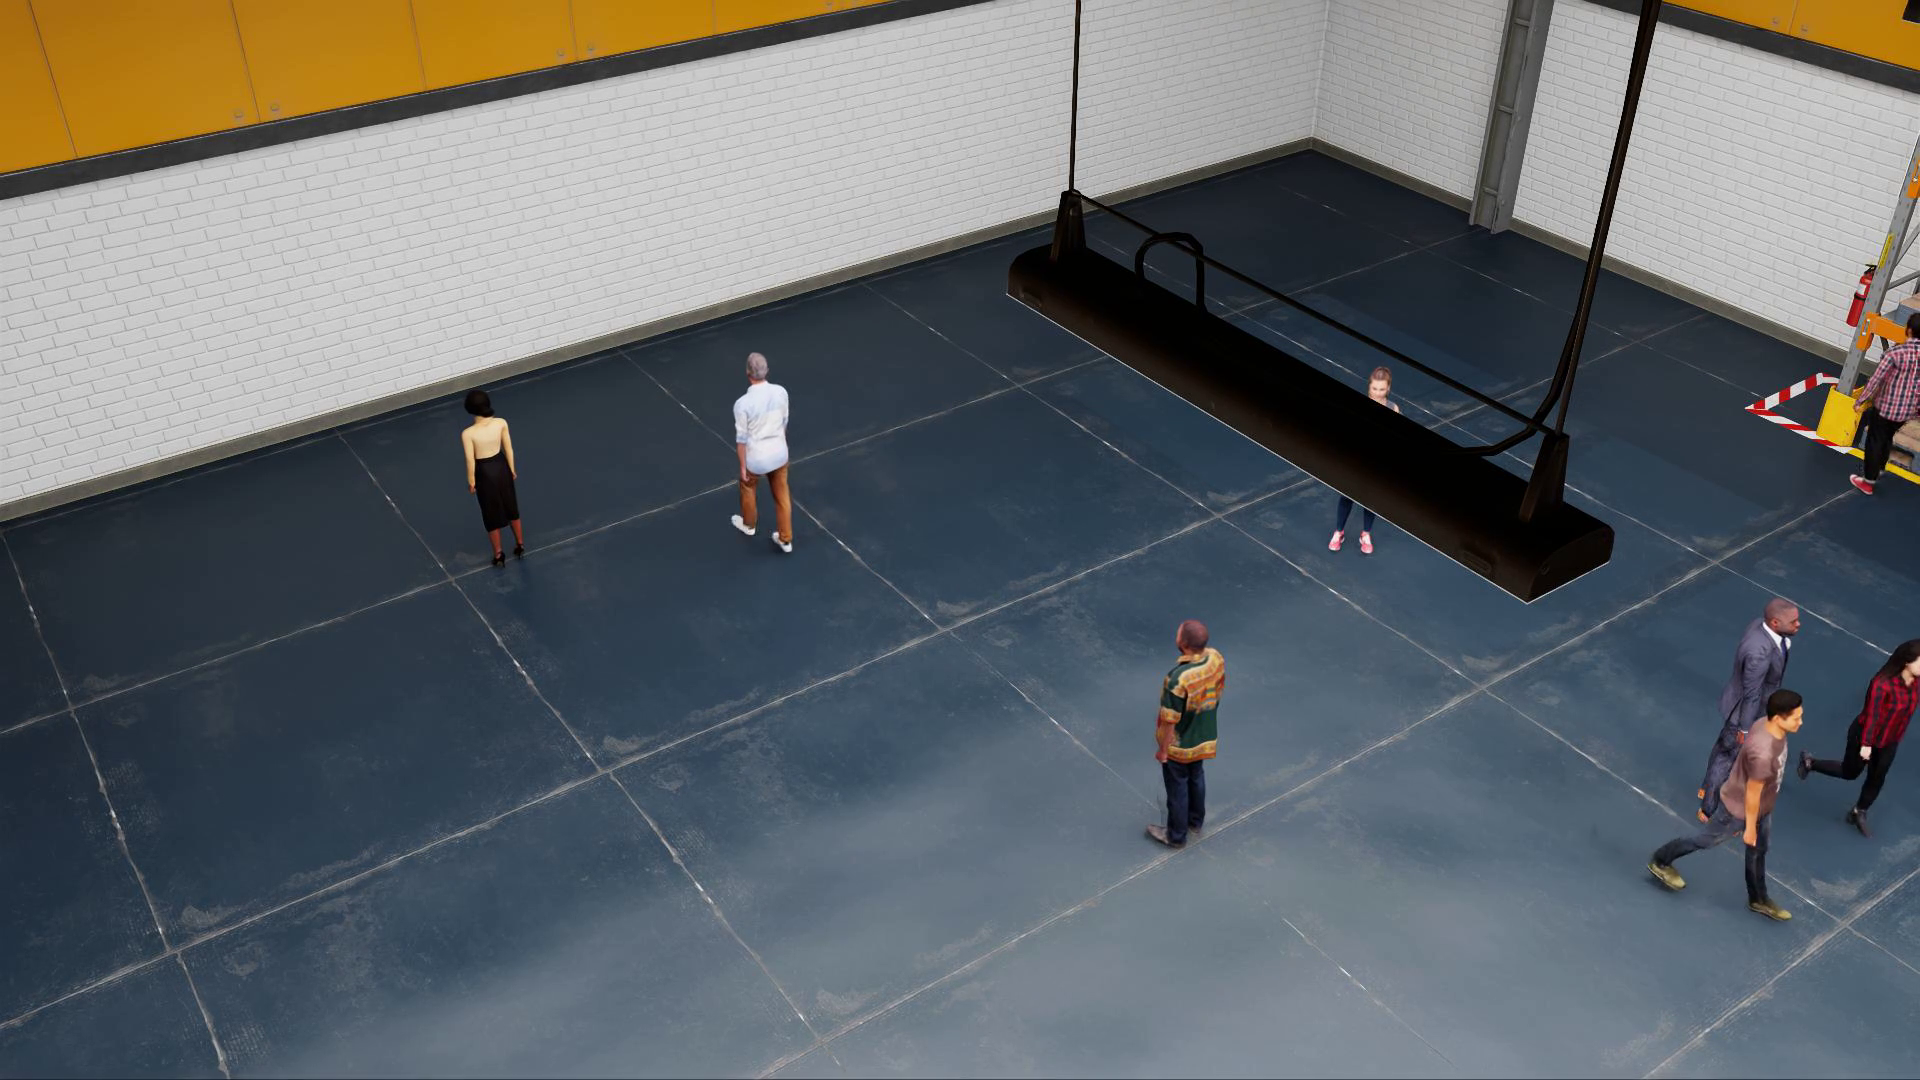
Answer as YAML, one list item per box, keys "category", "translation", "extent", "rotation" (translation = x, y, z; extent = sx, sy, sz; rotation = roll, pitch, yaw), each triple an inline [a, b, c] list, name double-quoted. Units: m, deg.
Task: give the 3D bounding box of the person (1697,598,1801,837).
- category: "person"
  translation: [5.309, 1.142, 11.228]
  extent: [0.771, 1.824, 0.790]
  rotation: [16, 37, 23]

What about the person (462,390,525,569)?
- category: "person"
  translation: [-3.894, -0.514, 13.871]
  extent: [0.579, 1.654, 0.546]
  rotation: [-24, 41, -32]

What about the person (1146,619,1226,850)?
- category: "person"
  translation: [1.505, 1.283, 11.030]
  extent: [0.714, 1.806, 0.743]
  rotation: [29, 43, 36]

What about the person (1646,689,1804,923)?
- category: "person"
  translation: [4.885, 1.634, 10.571]
  extent: [1.220, 1.730, 0.891]
  rotation: [23, 40, 31]

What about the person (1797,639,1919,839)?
- category: "person"
  translation: [6.086, 1.270, 11.214]
  extent: [0.727, 1.625, 0.952]
  rotation: [-14, 36, -21]

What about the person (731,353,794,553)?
- category: "person"
  translation: [-1.603, -0.680, 13.988]
  extent: [0.701, 1.802, 0.892]
  rotation: [-21, 39, -28]

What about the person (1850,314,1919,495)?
- category: "person"
  translation: [8.339, -1.175, 14.776]
  extent: [0.873, 1.754, 0.896]
  rotation: [-3, 34, -4]

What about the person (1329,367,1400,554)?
- category: "person"
  translation: [3.437, -0.675, 14.053]
  extent: [0.648, 1.722, 0.710]
  rotation: [6, 34, 9]
